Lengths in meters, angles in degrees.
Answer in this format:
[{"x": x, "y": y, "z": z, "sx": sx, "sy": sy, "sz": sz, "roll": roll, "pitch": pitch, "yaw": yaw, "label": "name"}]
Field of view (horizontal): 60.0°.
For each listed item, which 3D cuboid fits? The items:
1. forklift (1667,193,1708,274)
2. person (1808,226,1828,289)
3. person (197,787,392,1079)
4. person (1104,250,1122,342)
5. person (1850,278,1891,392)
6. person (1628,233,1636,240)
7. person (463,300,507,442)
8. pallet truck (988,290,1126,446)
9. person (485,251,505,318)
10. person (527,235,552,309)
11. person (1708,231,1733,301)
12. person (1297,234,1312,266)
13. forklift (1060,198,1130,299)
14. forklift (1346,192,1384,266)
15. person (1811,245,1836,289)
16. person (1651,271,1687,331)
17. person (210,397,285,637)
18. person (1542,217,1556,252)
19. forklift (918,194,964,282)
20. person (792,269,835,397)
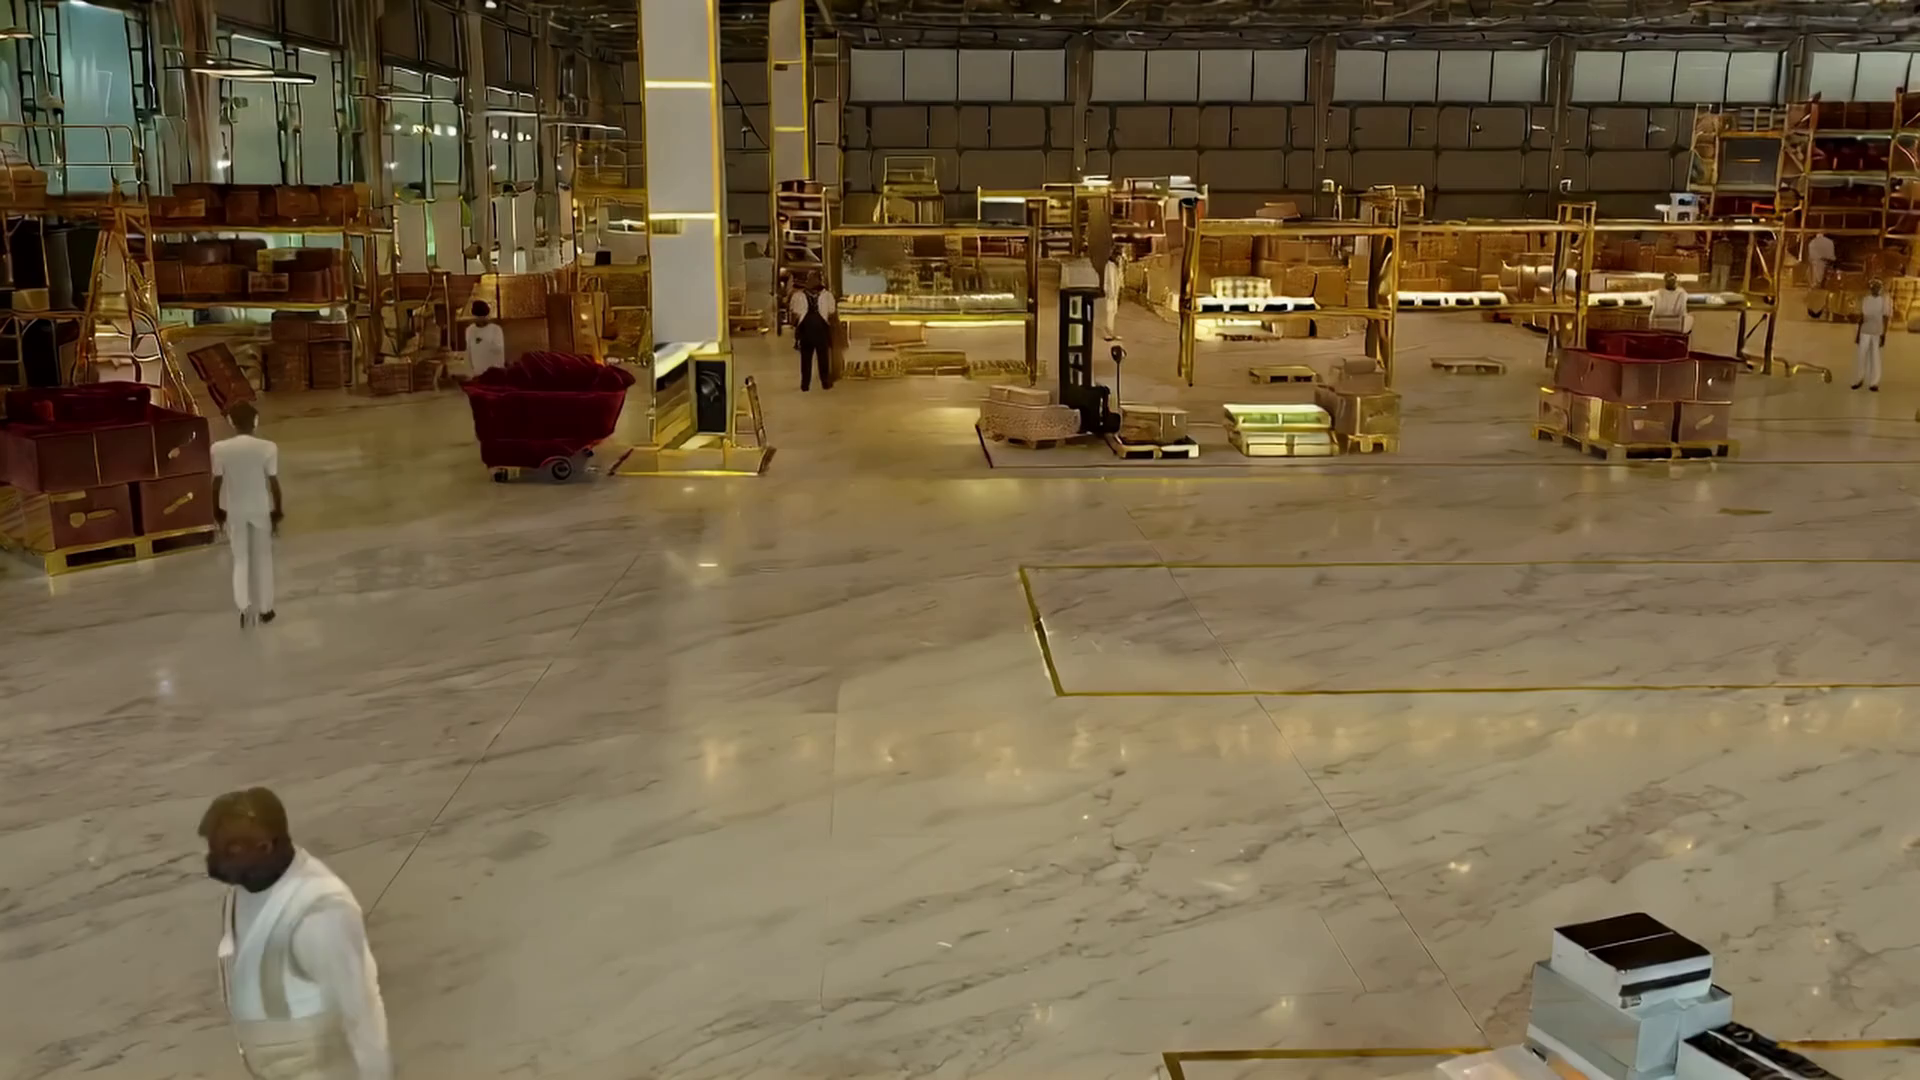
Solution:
[{"x": 24.784, "y": -10.478, "z": 57.027, "sx": 1.129, "sy": 2.768, "sz": 1.873, "roll": 0, "pitch": 12, "yaw": -2, "label": "forklift"}, {"x": 25.517, "y": -8.333, "z": 49.425, "sx": 0.645, "sy": 1.967, "sz": 0.594, "roll": -1, "pitch": 13, "yaw": -5, "label": "person"}, {"x": -1.929, "y": 1.563, "z": 5.208, "sx": 0.938, "sy": 1.785, "sz": 0.634, "roll": -10, "pitch": 16, "yaw": -38, "label": "person"}, {"x": 3.222, "y": -5.157, "z": 35.146, "sx": 0.367, "sy": 1.940, "sz": 0.635, "roll": -1, "pitch": 13, "yaw": -5, "label": "person"}, {"x": 14.924, "y": -3.358, "z": 27.222, "sx": 0.334, "sy": 1.861, "sz": 0.502, "roll": -6, "pitch": 14, "yaw": -27, "label": "person"}, {"x": 19.675, "y": -8.104, "z": 48.831, "sx": 0.952, "sy": 1.789, "sz": 0.650, "roll": 4, "pitch": 13, "yaw": 19, "label": "person"}, {"x": -6.284, "y": -2.219, "z": 21.969, "sx": 0.638, "sy": 1.894, "sz": 0.458, "roll": 6, "pitch": 14, "yaw": 27, "label": "person"}, {"x": 1.257, "y": -2.299, "z": 22.111, "sx": 1.885, "sy": 1.965, "sz": 0.823, "roll": -9, "pitch": 15, "yaw": -35, "label": "pallet truck"}, {"x": -11.469, "y": -6.269, "z": 40.874, "sx": 0.524, "sy": 1.632, "sz": 0.321, "roll": 10, "pitch": 16, "yaw": 39, "label": "person"}, {"x": -11.027, "y": -7.017, "z": 43.589, "sx": 0.622, "sy": 1.910, "sz": 0.602, "roll": -5, "pitch": 13, "yaw": -20, "label": "person"}, {"x": 21.092, "y": -7.598, "z": 46.169, "sx": 0.627, "sy": 1.940, "sz": 0.372, "roll": 9, "pitch": 15, "yaw": 34, "label": "person"}, {"x": 9.727, "y": -7.870, "z": 47.395, "sx": 0.635, "sy": 1.939, "sz": 0.359, "roll": -9, "pitch": 15, "yaw": -34, "label": "person"}, {"x": 3.795, "y": -8.210, "z": 46.791, "sx": 1.873, "sy": 2.768, "sz": 1.129, "roll": 0, "pitch": 12, "yaw": -2, "label": "forklift"}, {"x": 14.687, "y": -11.098, "z": 59.826, "sx": 1.129, "sy": 2.768, "sz": 1.873, "roll": 0, "pitch": 12, "yaw": -2, "label": "forklift"}, {"x": 22.868, "y": -6.996, "z": 44.097, "sx": 0.536, "sy": 1.656, "sz": 0.815, "roll": 2, "pitch": 13, "yaw": 7, "label": "person"}, {"x": 12.117, "y": -3.656, "z": 28.504, "sx": 0.356, "sy": 1.881, "sz": 0.575, "roll": -12, "pitch": 17, "yaw": -42, "label": "person"}, {"x": -5.540, "y": -0.182, "z": 12.923, "sx": 0.520, "sy": 1.840, "sz": 0.806, "roll": -4, "pitch": 13, "yaw": -17, "label": "person"}, {"x": 21.425, "y": -10.753, "z": 60.436, "sx": 0.371, "sy": 1.931, "sz": 0.543, "roll": -12, "pitch": 17, "yaw": -44, "label": "person"}, {"x": -0.879, "y": -9.847, "z": 54.179, "sx": 1.873, "sy": 2.768, "sz": 1.129, "roll": -9, "pitch": 15, "yaw": -36, "label": "forklift"}, {"x": -2.330, "y": -3.316, "z": 26.604, "sx": 0.688, "sy": 2.000, "sz": 0.536, "roll": 0, "pitch": 12, "yaw": -1, "label": "person"}]
